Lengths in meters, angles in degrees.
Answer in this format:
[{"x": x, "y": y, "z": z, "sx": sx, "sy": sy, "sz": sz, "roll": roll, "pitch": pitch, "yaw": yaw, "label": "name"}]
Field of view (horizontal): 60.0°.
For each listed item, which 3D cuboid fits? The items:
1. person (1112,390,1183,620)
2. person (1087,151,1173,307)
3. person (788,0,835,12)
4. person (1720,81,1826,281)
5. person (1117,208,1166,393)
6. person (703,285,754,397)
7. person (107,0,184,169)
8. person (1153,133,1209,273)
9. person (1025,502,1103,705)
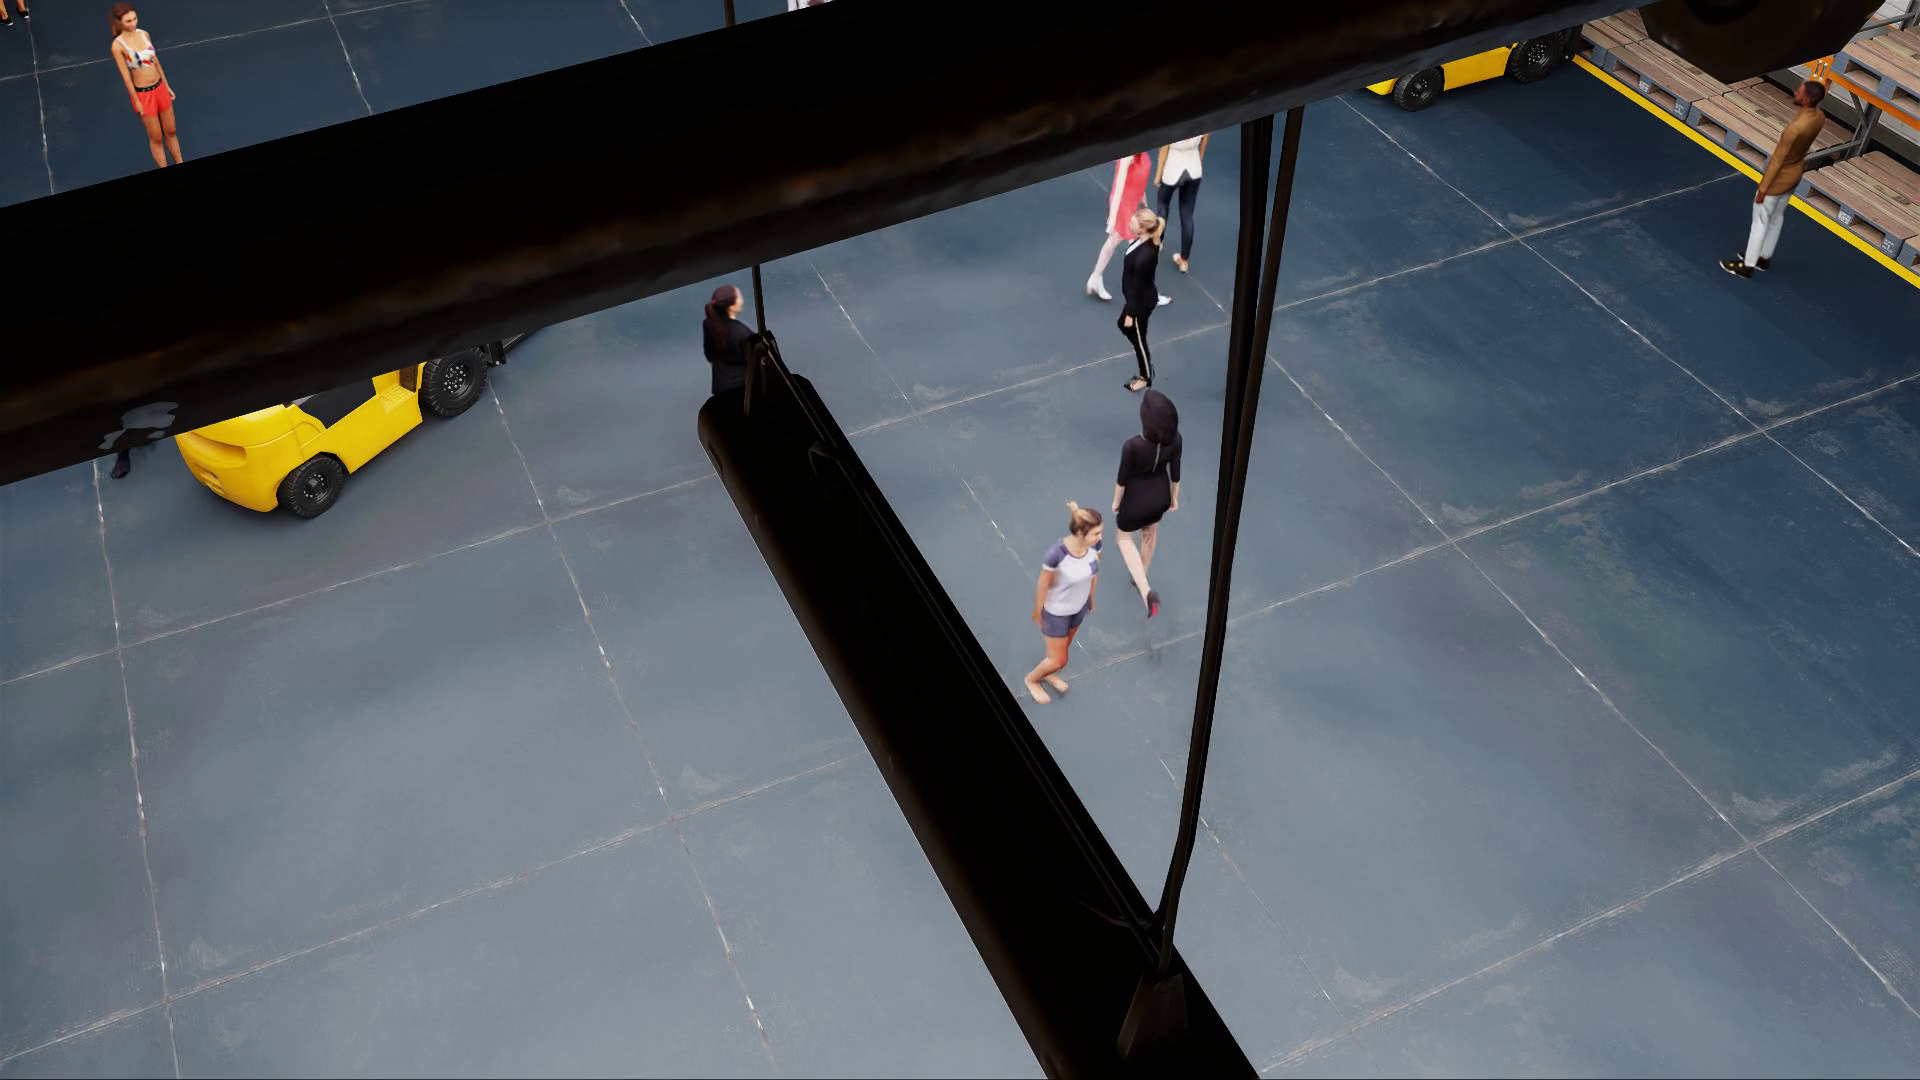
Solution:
[{"x": 1.255, "y": -0.173, "z": 11.098, "sx": 0.646, "sy": 1.782, "sz": 0.877, "roll": -12, "pitch": 45, "yaw": -12, "label": "person"}, {"x": 1.282, "y": -2.757, "z": 13.809, "sx": 1.061, "sy": 1.784, "sz": 1.034, "roll": 14, "pitch": 45, "yaw": 14, "label": "person"}, {"x": -1.343, "y": -4.689, "z": 15.780, "sx": 0.725, "sy": 1.862, "sz": 0.665, "roll": -5, "pitch": 44, "yaw": -5, "label": "person"}, {"x": 6.969, "y": -3.051, "z": 14.095, "sx": 0.675, "sy": 1.815, "sz": 0.618, "roll": -28, "pitch": 50, "yaw": -26, "label": "person"}, {"x": 1.484, "y": -1.820, "z": 12.891, "sx": 0.799, "sy": 1.693, "sz": 0.724, "roll": 10, "pitch": 45, "yaw": 11, "label": "person"}, {"x": -1.652, "y": -1.138, "z": 12.200, "sx": 0.661, "sy": 1.659, "sz": 0.746, "roll": 21, "pitch": 47, "yaw": 20, "label": "person"}, {"x": -7.389, "y": -4.051, "z": 15.164, "sx": 0.725, "sy": 1.788, "sz": 0.675, "roll": 19, "pitch": 47, "yaw": 18, "label": "person"}, {"x": 1.912, "y": -3.070, "z": 14.153, "sx": 0.764, "sy": 1.762, "sz": 0.886, "roll": -8, "pitch": 44, "yaw": -9, "label": "person"}, {"x": 0.623, "y": 0.396, "z": 10.629, "sx": 0.694, "sy": 1.605, "sz": 0.657, "roll": -23, "pitch": 48, "yaw": -22, "label": "person"}]
